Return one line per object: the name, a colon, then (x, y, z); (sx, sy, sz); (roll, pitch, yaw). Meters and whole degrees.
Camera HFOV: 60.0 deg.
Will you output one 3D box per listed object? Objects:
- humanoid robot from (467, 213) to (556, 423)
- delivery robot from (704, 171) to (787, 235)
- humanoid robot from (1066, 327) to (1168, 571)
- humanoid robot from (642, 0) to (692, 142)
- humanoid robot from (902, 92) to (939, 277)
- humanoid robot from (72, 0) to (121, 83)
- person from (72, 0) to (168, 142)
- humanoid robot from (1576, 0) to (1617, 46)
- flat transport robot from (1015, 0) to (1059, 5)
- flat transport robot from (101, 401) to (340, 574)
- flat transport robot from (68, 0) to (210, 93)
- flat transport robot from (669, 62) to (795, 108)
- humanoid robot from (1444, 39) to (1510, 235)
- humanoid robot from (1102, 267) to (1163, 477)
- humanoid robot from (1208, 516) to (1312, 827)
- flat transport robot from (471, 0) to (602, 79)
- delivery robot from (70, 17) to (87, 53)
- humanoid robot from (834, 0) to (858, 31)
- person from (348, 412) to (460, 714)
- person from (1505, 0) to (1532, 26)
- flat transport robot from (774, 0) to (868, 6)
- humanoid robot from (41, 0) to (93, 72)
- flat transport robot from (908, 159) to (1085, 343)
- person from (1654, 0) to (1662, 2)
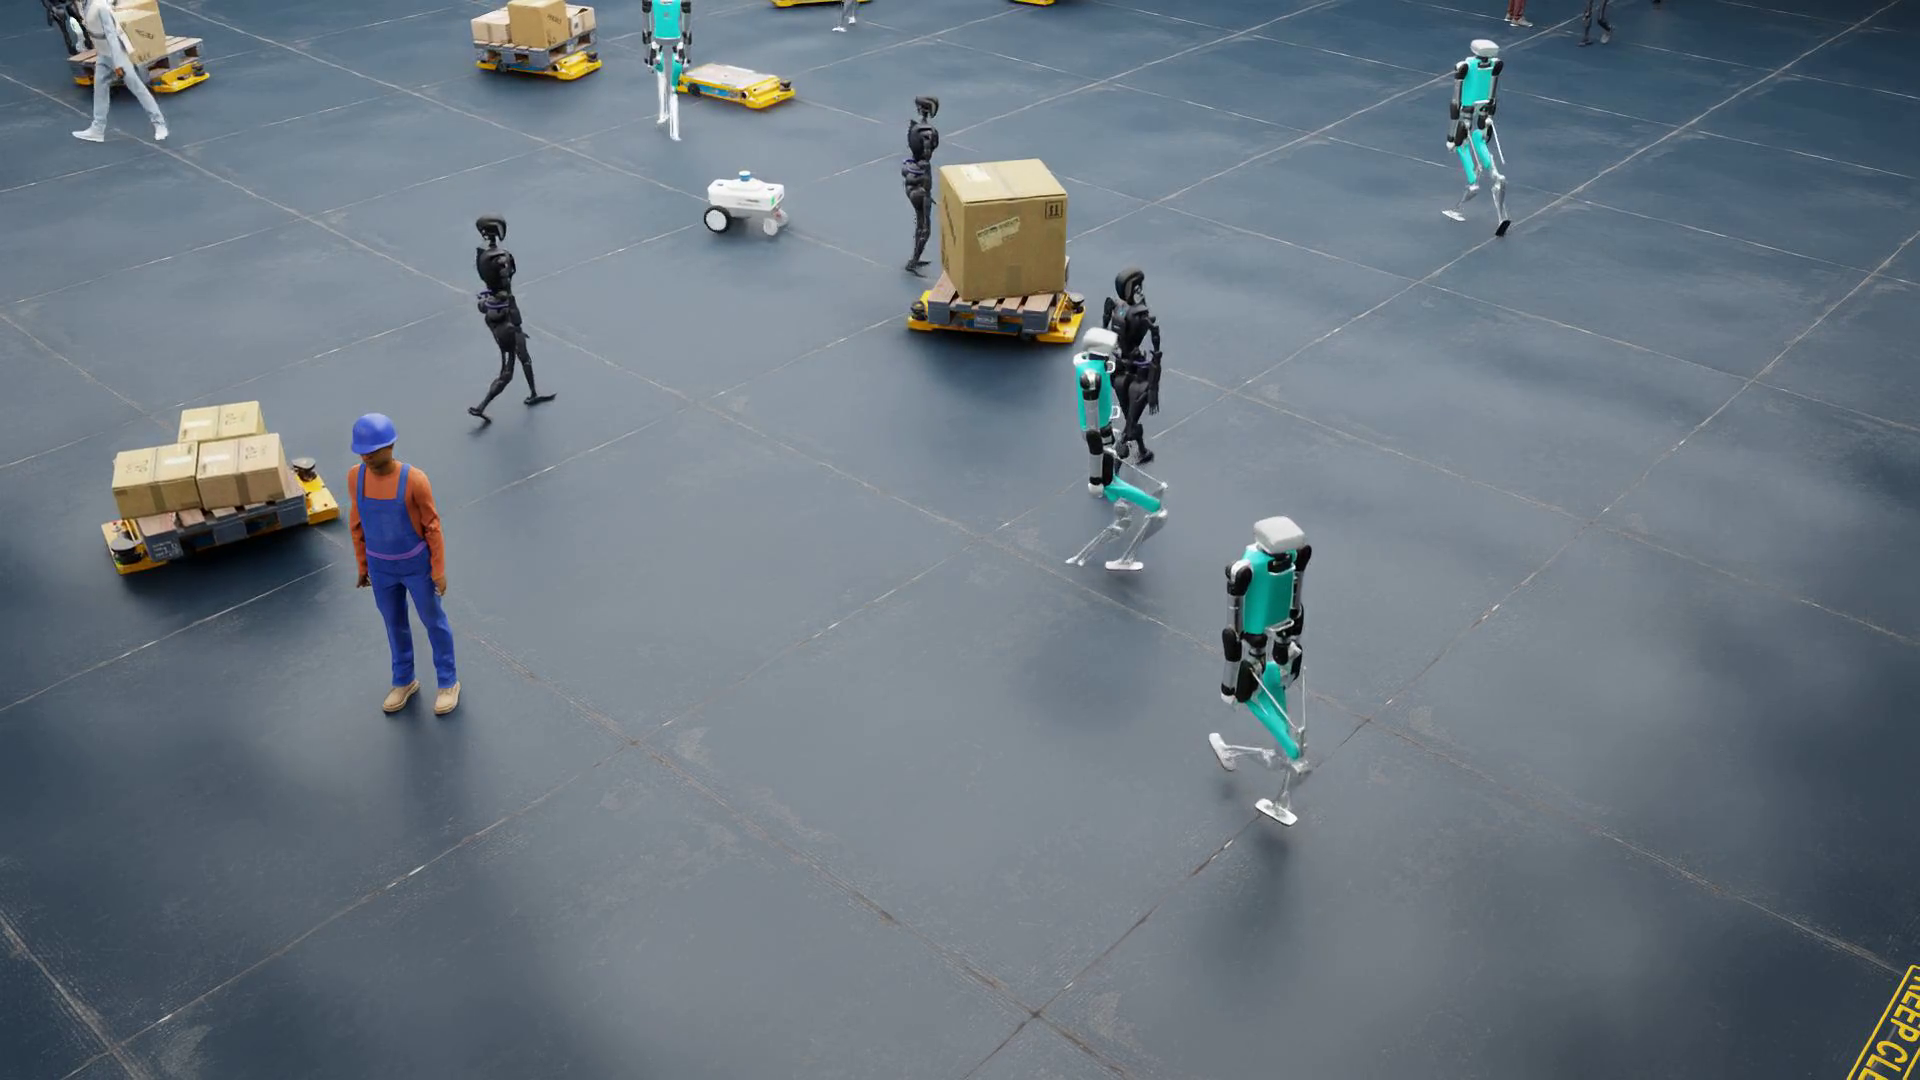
humanoid robot: (-3.490, -1.689, 12.586); (0.734, 1.643, 0.608); (-18, 36, -26)
delivery robot: (-2.089, -3.285, 16.176); (0.798, 0.598, 0.499); (7, 33, 11)
humanoid robot: (1.048, -0.485, 10.572); (0.827, 1.803, 0.540); (4, 32, 6)
humanoid robot: (-3.229, -5.367, 18.425); (0.573, 1.776, 0.868); (-6, 32, -10)
humanoid robot: (-0.348, -3.225, 15.016); (0.327, 1.651, 0.612); (-6, 32, -10)
humanoid robot: (-10.198, -6.247, 19.861); (0.531, 1.804, 0.842); (-27, 41, -36)
person: (-9.289, -5.244, 18.099); (0.670, 1.852, 0.892); (25, 40, 35)
humanoid robot: (8.309, -7.228, 21.461); (0.488, 1.638, 0.610); (-21, 38, -31)
flat transport robot: (1.296, -7.994, 24.027); (0.659, 0.231, 1.431); (18, 36, 26)
flat transport robot: (-5.088, -0.175, 11.436); (1.431, 0.231, 0.659); (-19, 36, -27)
flat transport robot: (-10.002, -5.689, 20.315); (1.431, 0.231, 0.659); (9, 33, 14)
flat transport robot: (-2.737, -5.452, 19.934); (1.431, 0.231, 0.659); (20, 37, 29)
humanoid robot: (5.072, -3.791, 15.890); (0.555, 1.786, 0.931); (-14, 35, -22)
humanoid robot: (1.177, -1.165, 11.728); (0.759, 1.619, 0.608); (-25, 40, -34)
humanoid robot: (1.655, 0.731, 8.577); (0.558, 1.737, 1.009); (-21, 38, -30)
flat transport robot: (-5.263, -6.035, 20.873); (1.431, 0.231, 0.659); (12, 34, 19)
delivery robot: (-11.119, -6.656, 21.574); (0.739, 0.566, 0.499); (-11, 33, -17)
humanoid robot: (-1.503, -7.677, 22.116); (0.569, 1.773, 0.780); (-19, 37, -28)
person: (-3.152, 0.136, 9.380); (0.521, 1.911, 0.360); (3, 32, 5)
person: (7.646, -7.845, 22.332); (0.380, 1.806, 0.548); (-1, 32, -2)
flat transport robot: (-1.959, -7.834, 23.769); (1.431, 0.231, 0.659); (-8, 33, -12)
humanoid robot: (-11.008, -6.609, 20.467); (0.346, 1.646, 0.615); (22, 38, 31)
flat transport robot: (0.328, -1.974, 14.332); (1.431, 0.231, 0.659); (7, 32, 11)
person: (10.073, -8.511, 23.362); (0.525, 1.846, 0.778); (11, 34, 18)
